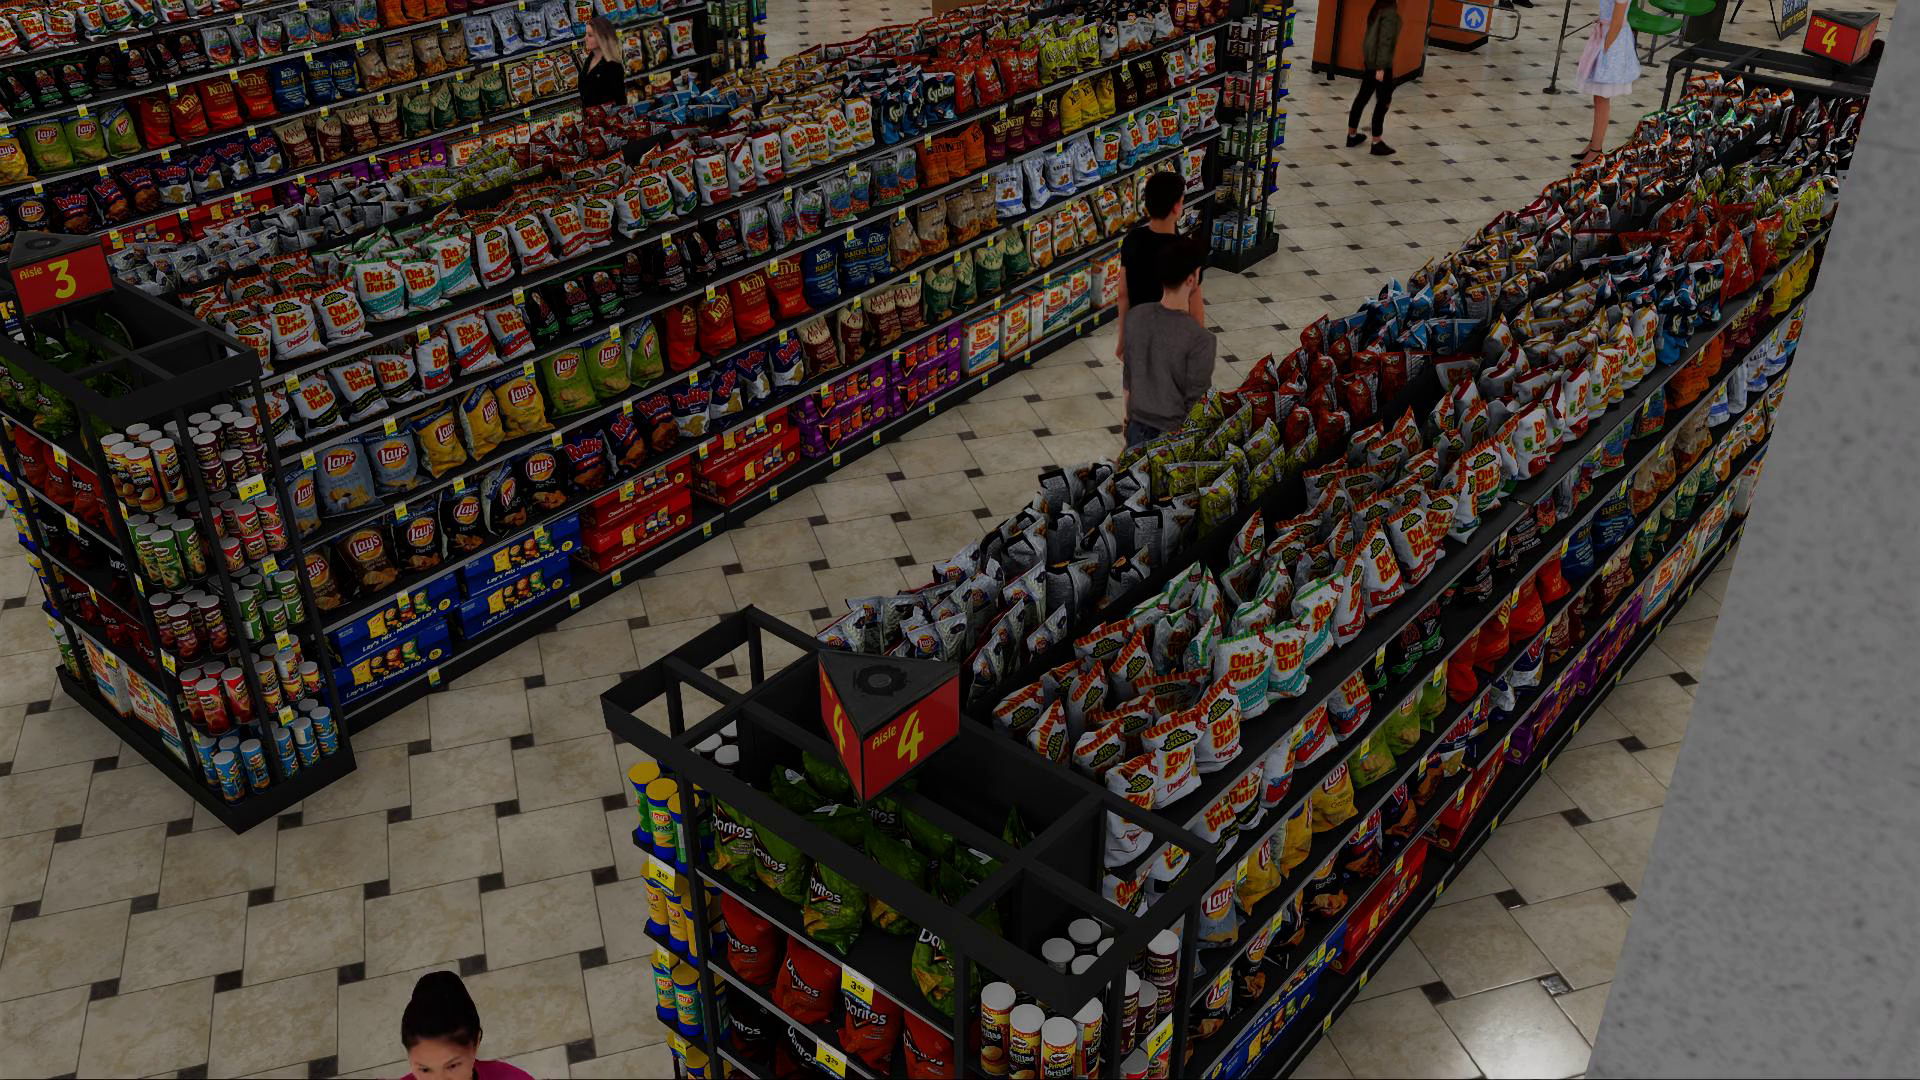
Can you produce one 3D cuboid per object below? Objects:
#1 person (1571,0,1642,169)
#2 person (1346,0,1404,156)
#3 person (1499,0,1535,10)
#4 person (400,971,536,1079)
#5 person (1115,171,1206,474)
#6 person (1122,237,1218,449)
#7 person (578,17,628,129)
[{"bbox_3d":[5.166,-3.873,13.247,0.864,1.818,0.780,11,33,17],"label":"person"},{"bbox_3d":[3.413,-3.928,13.667,0.816,1.467,0.726,-2,32,-3],"label":"person"},{"bbox_3d":[6.035,-6.580,17.596,0.679,1.819,0.804,-11,34,-17],"label":"person"},{"bbox_3d":[-1.257,1.734,4.376,0.995,1.668,1.021,-4,32,-7],"label":"person"},{"bbox_3d":[0.962,-0.956,8.534,1.160,1.844,0.798,-25,39,-34],"label":"person"},{"bbox_3d":[0.890,-0.445,7.667,0.715,1.891,0.849,27,41,36],"label":"person"},{"bbox_3d":[-2.396,-2.846,11.738,1.125,1.668,0.835,-19,36,-27],"label":"person"}]
